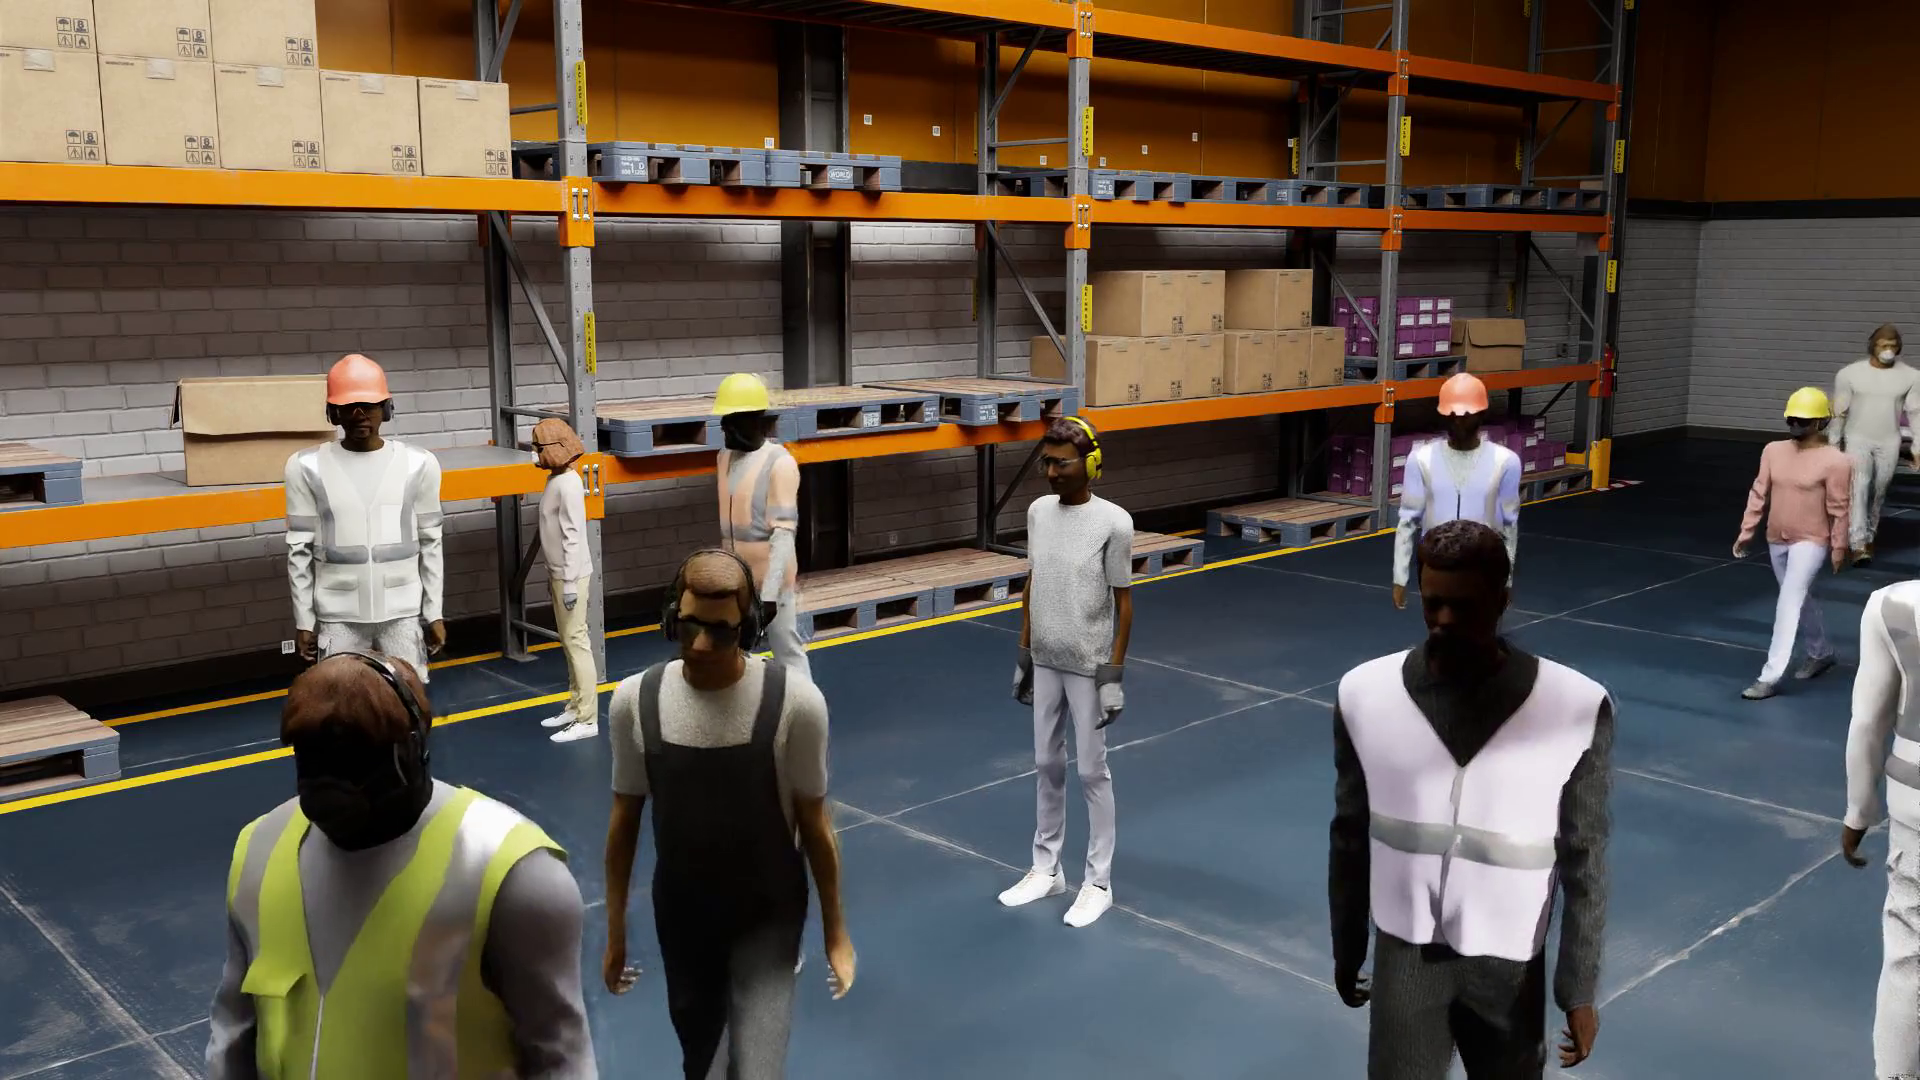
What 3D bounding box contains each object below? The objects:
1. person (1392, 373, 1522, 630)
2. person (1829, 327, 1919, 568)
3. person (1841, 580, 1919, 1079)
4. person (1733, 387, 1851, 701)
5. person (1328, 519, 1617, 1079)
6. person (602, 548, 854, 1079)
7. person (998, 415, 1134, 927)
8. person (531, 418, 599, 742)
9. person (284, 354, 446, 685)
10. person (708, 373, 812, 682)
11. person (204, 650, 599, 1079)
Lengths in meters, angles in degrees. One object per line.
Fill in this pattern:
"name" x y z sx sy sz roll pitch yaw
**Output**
"person" 2.401 0.130 8.064 0.558 1.882 1.052 4 11 23
"person" 7.237 -0.737 13.143 0.654 1.880 1.045 3 10 19
"person" 2.671 0.754 4.421 0.596 1.887 0.494 8 12 39
"person" 4.698 -0.001 9.290 0.911 1.724 0.534 -4 11 -24
"person" 1.110 0.872 3.679 0.589 1.893 0.828 4 10 21
"person" -0.552 0.906 3.763 0.580 1.787 0.947 2 10 9
"person" 0.392 0.472 6.096 0.508 1.865 0.328 9 13 42
"person" -1.998 0.196 8.407 0.273 1.629 0.500 -4 10 -20
"person" -2.378 0.276 6.717 0.606 2.044 0.373 -4 11 -24
"person" -1.035 0.178 7.745 0.943 1.880 0.617 -9 13 -43
"person" -0.972 1.085 2.648 0.659 1.809 0.882 4 10 20
